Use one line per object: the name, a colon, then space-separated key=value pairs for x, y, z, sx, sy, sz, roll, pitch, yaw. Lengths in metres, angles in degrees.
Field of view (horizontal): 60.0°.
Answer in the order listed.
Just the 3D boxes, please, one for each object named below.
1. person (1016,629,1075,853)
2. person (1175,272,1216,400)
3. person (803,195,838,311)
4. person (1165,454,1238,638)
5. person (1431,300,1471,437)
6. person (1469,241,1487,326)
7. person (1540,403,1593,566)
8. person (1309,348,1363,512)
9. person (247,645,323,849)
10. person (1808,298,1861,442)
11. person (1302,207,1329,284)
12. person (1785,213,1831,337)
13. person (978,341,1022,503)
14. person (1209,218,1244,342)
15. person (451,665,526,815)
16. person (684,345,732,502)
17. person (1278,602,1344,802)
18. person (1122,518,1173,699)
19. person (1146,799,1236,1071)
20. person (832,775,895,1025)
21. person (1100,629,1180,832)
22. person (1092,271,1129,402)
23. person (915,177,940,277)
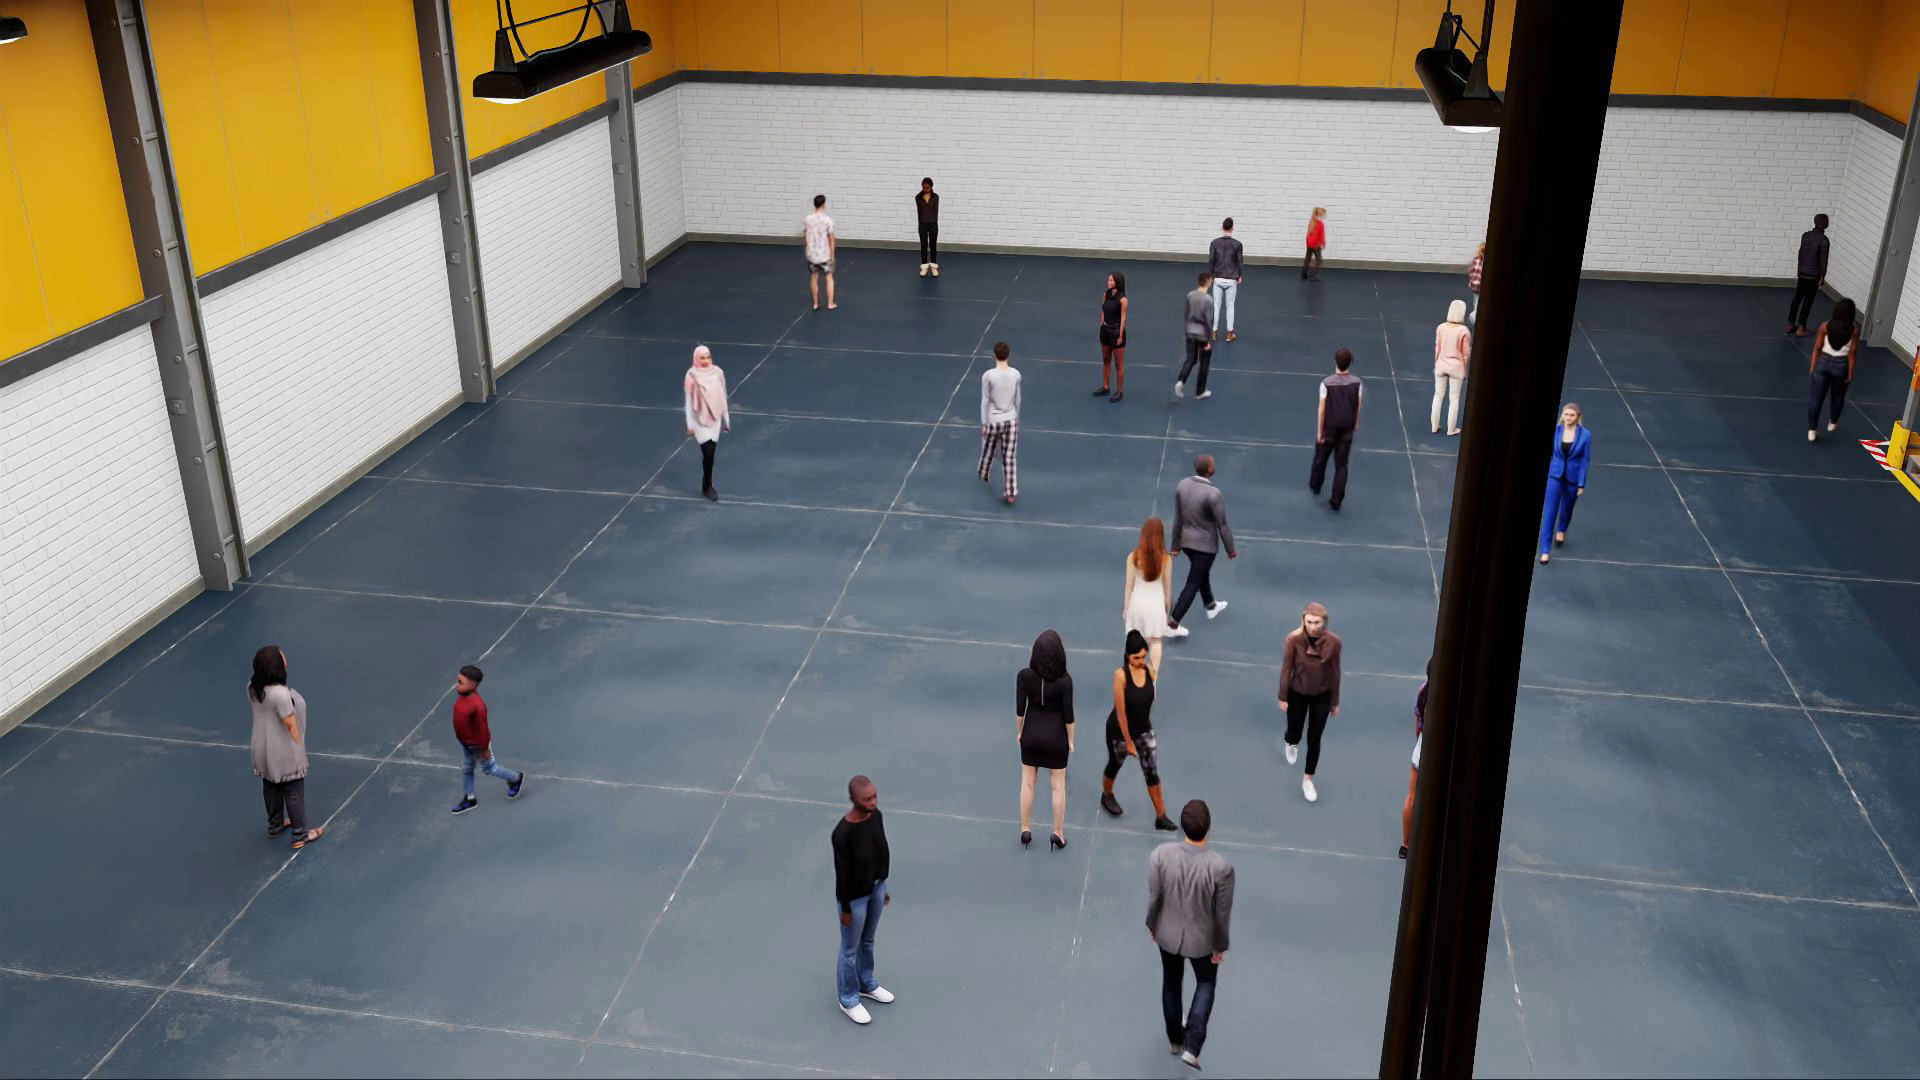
person: x=0.628 y=1.510 z=12.419 sx=0.604 sy=1.806 sz=0.511 roll=7 pitch=24 yaw=15
person: x=3.121 y=-2.676 z=22.072 sx=0.869 sy=1.745 sz=1.015 roll=19 pitch=30 yaw=36
person: x=-2.246 y=-4.521 z=26.214 sx=0.678 sy=1.809 sz=0.625 roll=5 pitch=24 yaw=11
person: x=2.197 y=0.102 z=15.686 sx=1.248 sy=1.771 sz=1.193 roll=-16 pitch=28 yaw=-32
person: x=6.173 y=-2.175 z=20.952 sx=0.674 sy=1.724 sz=0.666 roll=16 pitch=28 yaw=32
person: x=7.959 y=-3.927 z=25.498 sx=0.737 sy=1.293 sz=0.877 roll=17 pitch=29 yaw=34
person: x=6.377 y=-0.634 z=17.509 sx=0.764 sy=1.658 sz=1.171 roll=9 pitch=25 yaw=19
person: x=4.252 y=-1.208 z=18.622 sx=0.754 sy=1.819 sz=1.045 roll=1 pitch=24 yaw=2
person: x=-5.162 y=1.552 z=12.577 sx=0.732 sy=1.603 sz=0.773 roll=13 pitch=27 yaw=28
person: x=10.822 y=-2.086 z=20.678 sx=0.920 sy=1.781 sz=1.106 roll=16 pitch=28 yaw=32
person: x=5.948 y=-4.941 z=27.860 sx=0.719 sy=1.258 sz=0.609 roll=-17 pitch=29 yaw=-34
person: x=12.763 y=-3.996 z=24.981 sx=0.839 sy=1.835 sz=0.669 roll=-6 pitch=24 yaw=-13
person: x=0.503 y=-1.298 z=18.846 sx=0.973 sy=1.804 sz=1.245 roll=-6 pitch=24 yaw=-14
person: x=3.936 y=-3.866 z=24.678 sx=0.676 sy=1.838 sz=0.581 roll=7 pitch=25 yaw=15
person: x=-3.748 y=1.542 z=13.054 sx=0.890 sy=1.240 sz=0.788 roll=-20 pitch=30 yaw=-38
person: x=-2.938 y=-1.367 z=19.017 sx=0.819 sy=1.794 sz=0.879 roll=-16 pitch=28 yaw=-32
person: x=2.766 y=1.218 z=13.238 sx=0.688 sy=1.686 sz=0.879 roll=1 pitch=24 yaw=2
person: x=1.639 y=0.652 z=14.526 sx=0.611 sy=1.692 sz=0.882 roll=2 pitch=24 yaw=4
person: x=1.383 y=2.460 z=10.183 sx=0.750 sy=1.857 sz=0.919 roll=7 pitch=25 yaw=16
person: x=-0.649 y=2.277 z=10.736 sx=0.735 sy=1.749 sz=0.616 roll=16 pitch=28 yaw=33
person: x=1.248 y=1.428 z=12.816 sx=0.987 sy=1.639 sz=1.083 roll=-15 pitch=28 yaw=-30
person: x=2.046 y=-2.735 z=22.212 sx=0.715 sy=1.741 sz=0.670 roll=-18 pitch=30 yaw=-36
person: x=-0.545 y=-5.351 z=28.300 sx=0.613 sy=1.659 sz=0.671 roll=1 pitch=24 yaw=2
